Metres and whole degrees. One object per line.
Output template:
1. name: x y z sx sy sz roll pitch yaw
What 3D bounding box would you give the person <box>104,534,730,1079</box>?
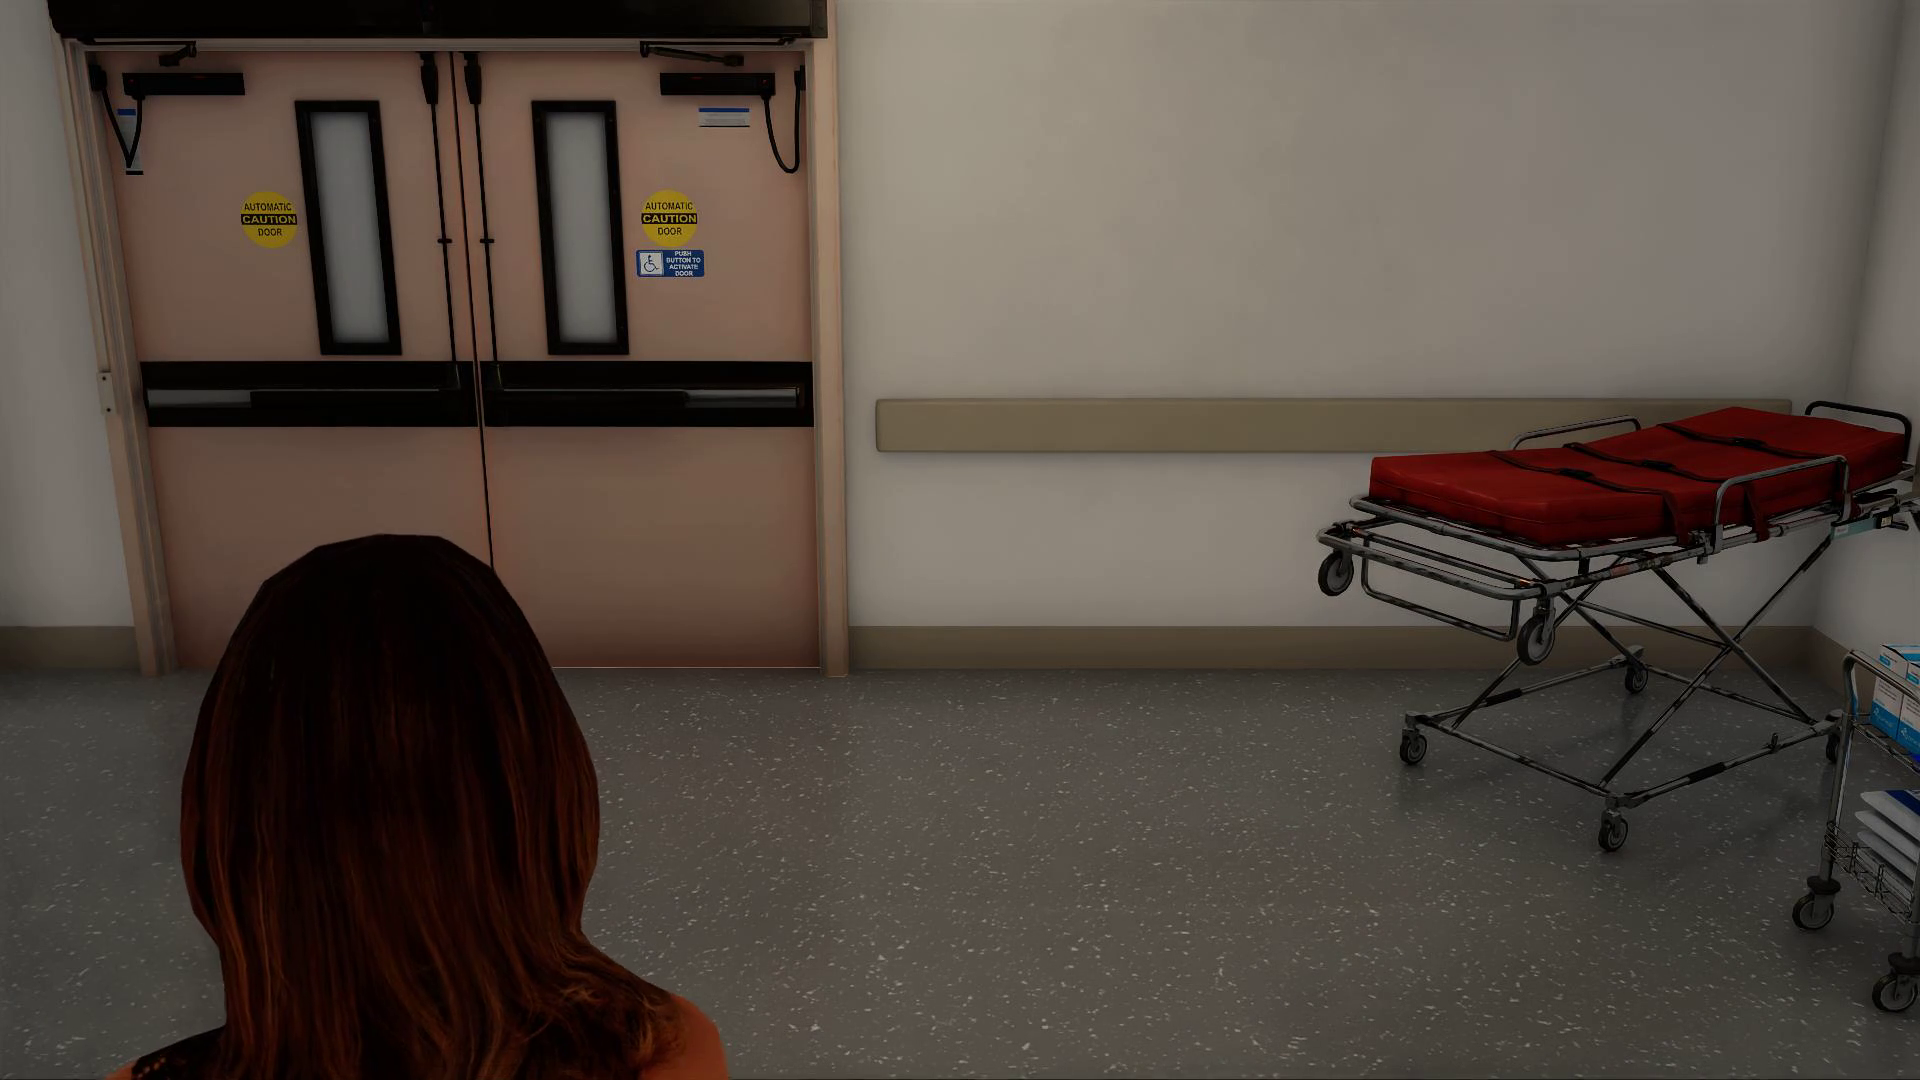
1. person: -0.351 0.889 1.180 0.634 1.834 0.625 -5 17 -18
